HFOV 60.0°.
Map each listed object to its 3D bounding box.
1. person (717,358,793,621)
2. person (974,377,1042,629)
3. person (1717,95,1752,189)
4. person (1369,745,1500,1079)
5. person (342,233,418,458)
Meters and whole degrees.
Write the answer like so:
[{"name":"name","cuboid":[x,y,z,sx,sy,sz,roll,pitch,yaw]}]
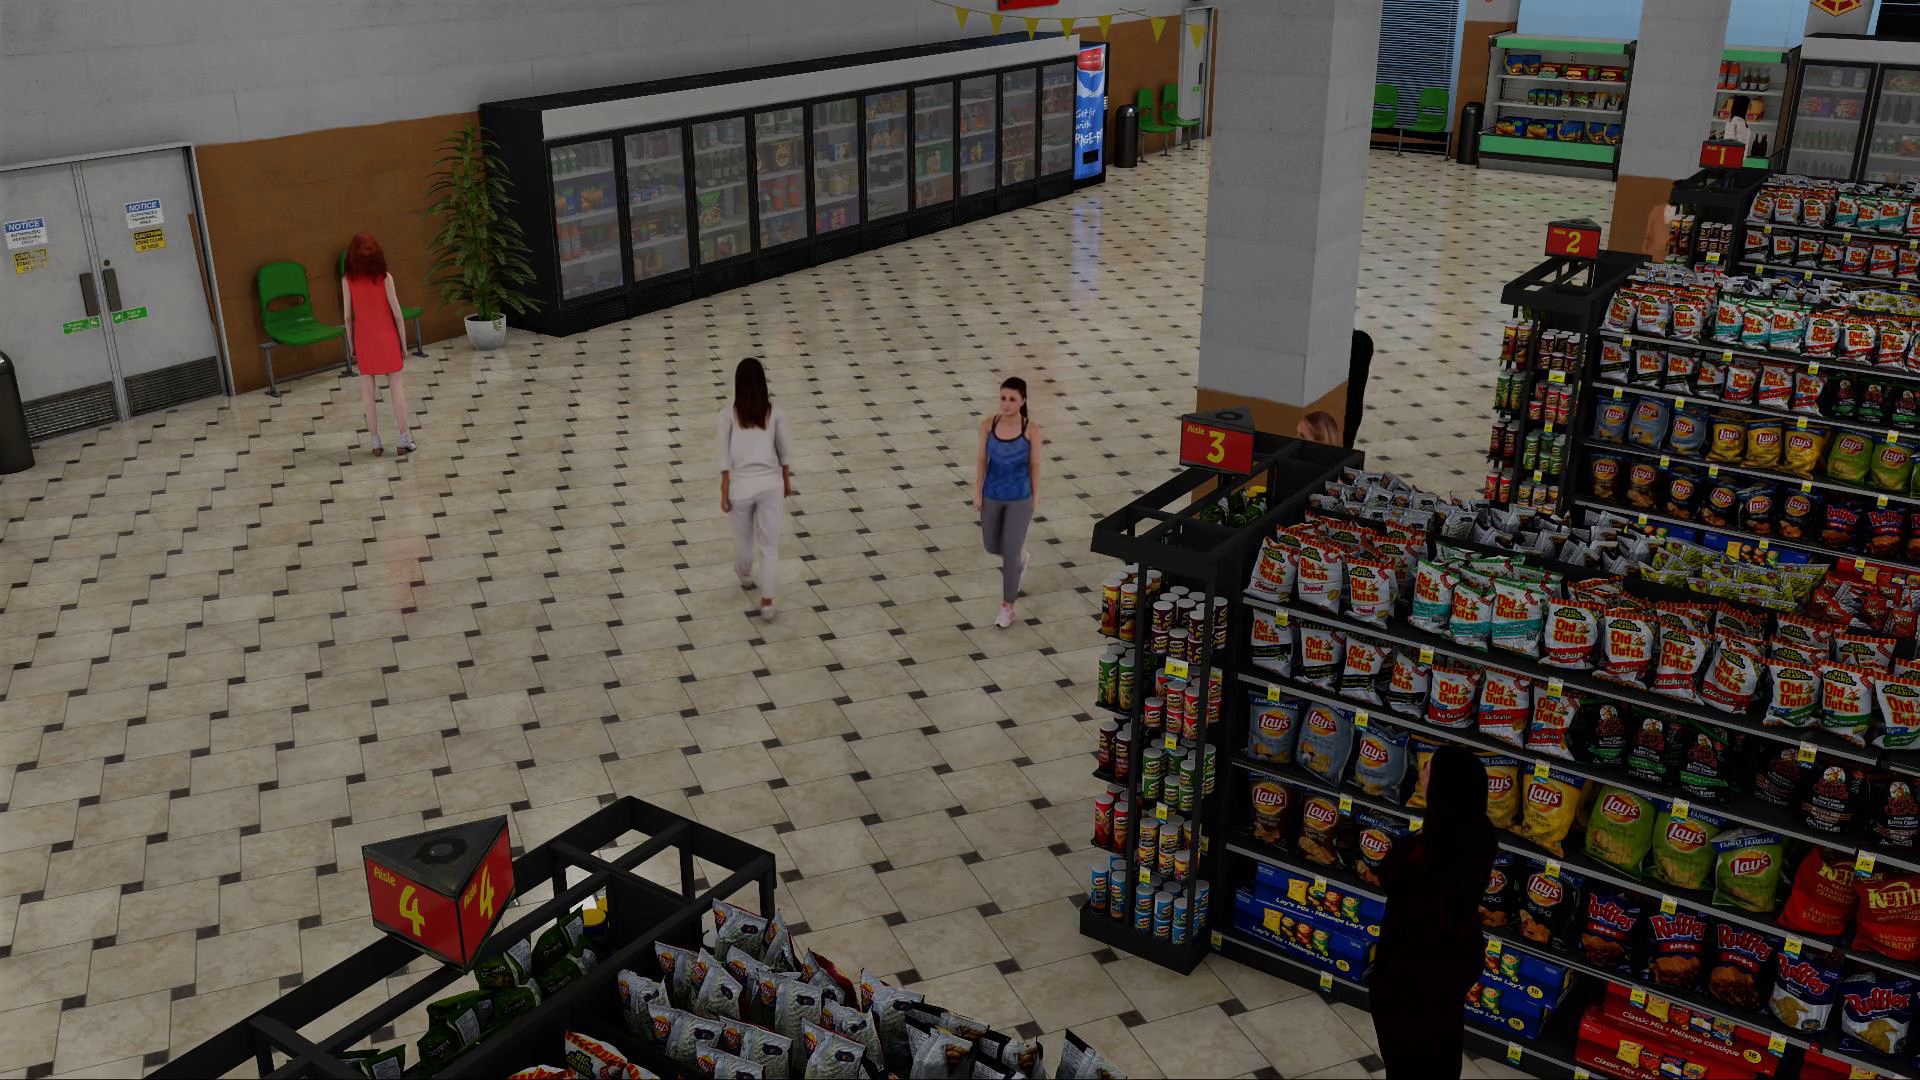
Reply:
[{"name":"person","cuboid":[-1.285,-0.292,10.525,1.010,1.654,1.089,-5,22,-12]},{"name":"person","cuboid":[0.319,-0.278,10.574,0.924,1.592,0.741,9,24,21]},{"name":"person","cuboid":[10.737,-5.346,23.126,0.744,1.638,0.705,-1,22,-4]},{"name":"person","cuboid":[1.674,1.513,5.895,0.576,1.758,0.648,14,26,31]},{"name":"person","cuboid":[-4.737,-1.581,13.502,0.658,1.826,0.740,-2,22,-4]}]
